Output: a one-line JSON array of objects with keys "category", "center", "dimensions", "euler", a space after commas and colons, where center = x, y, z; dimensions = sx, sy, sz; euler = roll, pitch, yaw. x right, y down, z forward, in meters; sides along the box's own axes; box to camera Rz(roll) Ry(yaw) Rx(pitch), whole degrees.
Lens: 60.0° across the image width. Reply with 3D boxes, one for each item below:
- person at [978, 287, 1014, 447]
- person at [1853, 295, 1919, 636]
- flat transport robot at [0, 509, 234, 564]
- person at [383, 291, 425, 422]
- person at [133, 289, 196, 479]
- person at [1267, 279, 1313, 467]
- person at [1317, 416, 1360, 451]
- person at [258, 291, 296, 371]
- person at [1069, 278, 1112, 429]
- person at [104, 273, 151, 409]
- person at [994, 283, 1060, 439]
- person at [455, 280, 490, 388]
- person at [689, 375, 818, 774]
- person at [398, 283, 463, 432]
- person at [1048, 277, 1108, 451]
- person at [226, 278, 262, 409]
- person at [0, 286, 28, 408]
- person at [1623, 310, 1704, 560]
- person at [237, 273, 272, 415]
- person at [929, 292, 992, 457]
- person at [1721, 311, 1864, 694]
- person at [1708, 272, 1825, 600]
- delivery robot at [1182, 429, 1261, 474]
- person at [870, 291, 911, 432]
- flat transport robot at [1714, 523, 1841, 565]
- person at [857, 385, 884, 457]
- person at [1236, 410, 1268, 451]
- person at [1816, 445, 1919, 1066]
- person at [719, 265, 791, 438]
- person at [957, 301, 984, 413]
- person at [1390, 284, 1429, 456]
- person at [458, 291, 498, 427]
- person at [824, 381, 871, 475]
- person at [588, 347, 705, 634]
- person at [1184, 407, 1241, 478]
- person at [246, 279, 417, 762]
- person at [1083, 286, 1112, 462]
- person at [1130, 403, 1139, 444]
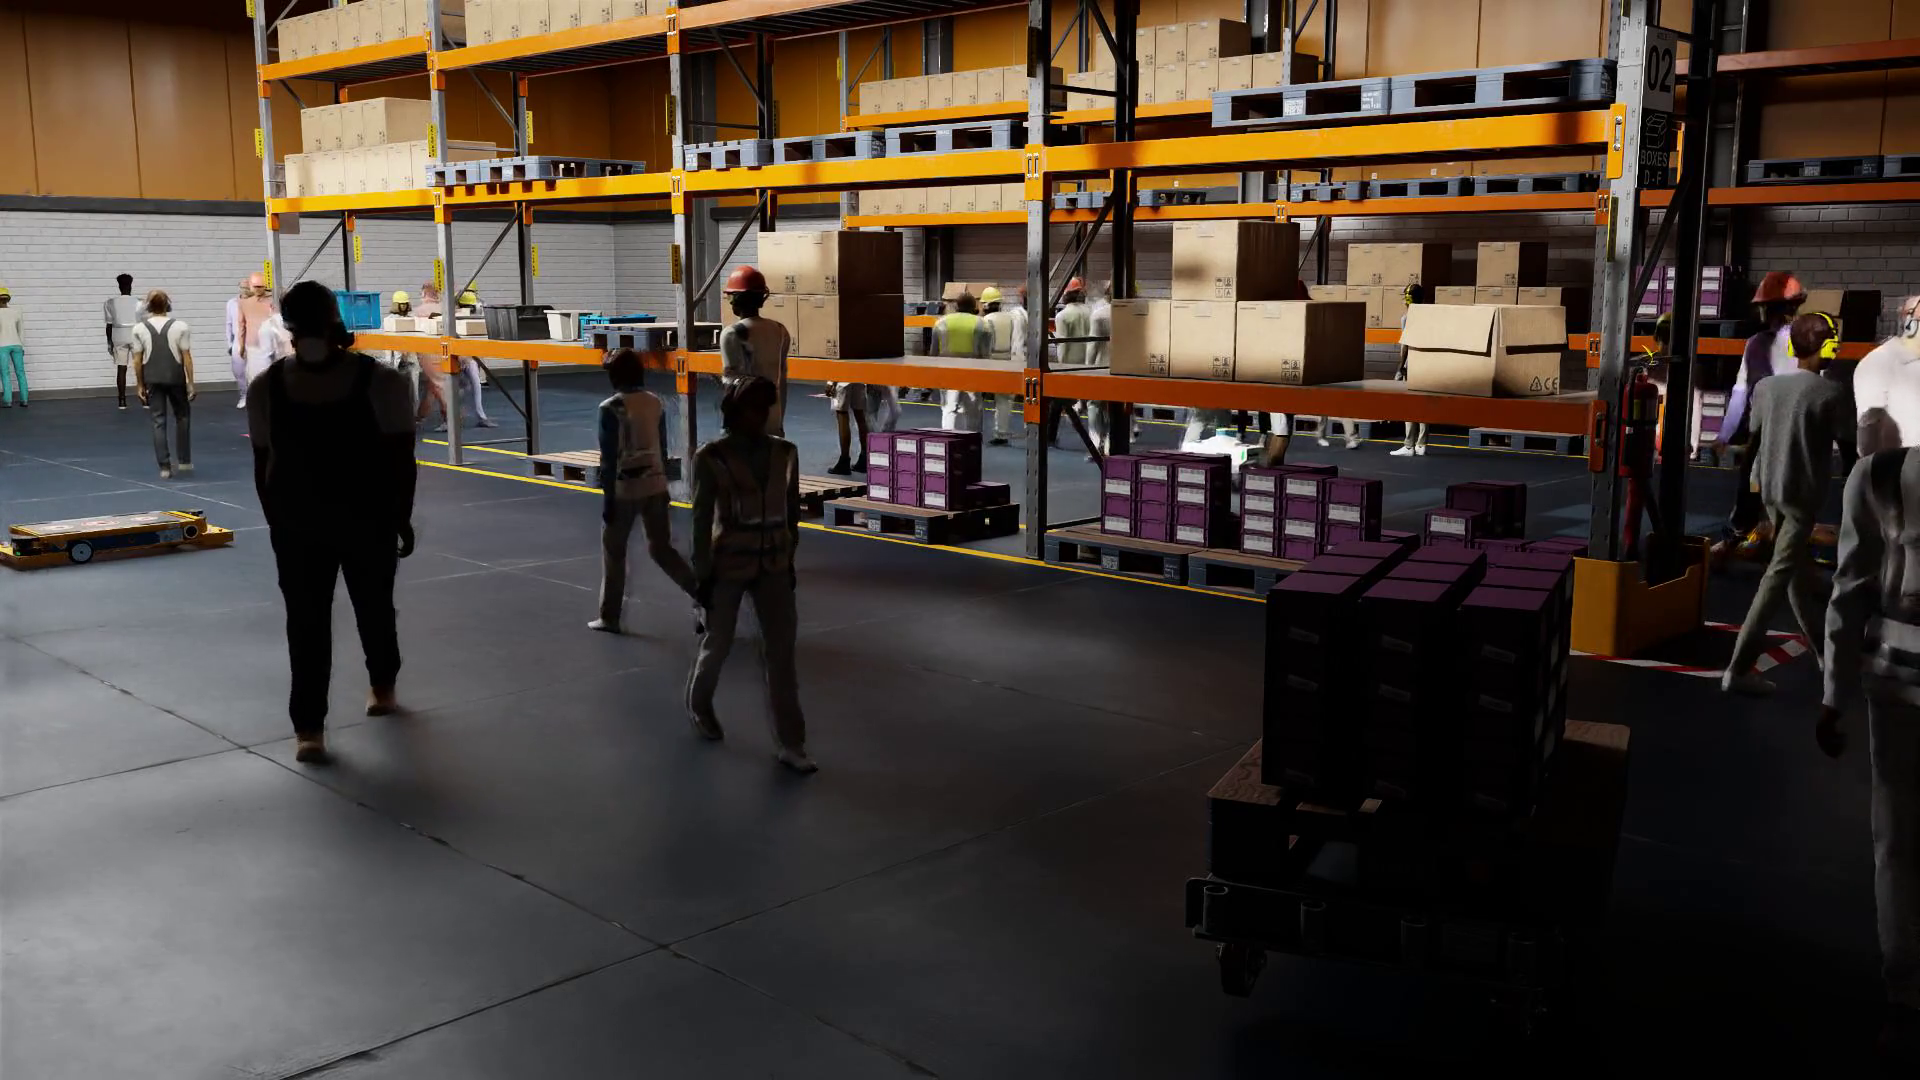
[{"category": "person", "center": [0.313, -1.974, 19.027], "dimensions": [0.598, 1.808, 0.690], "euler": [-9, 13, -43]}, {"category": "person", "center": [5.037, -0.356, 8.856], "dimensions": [0.659, 1.892, 0.426], "euler": [-2, 9, -12]}, {"category": "flat transport robot", "center": [-6.031, -0.036, 11.842], "dimensions": [0.652, 0.197, 1.431], "euler": [9, 13, 44]}, {"category": "person", "center": [-7.291, -2.393, 21.823], "dimensions": [0.485, 1.736, 0.314], "euler": [-8, 12, -41]}, {"category": "person", "center": [-7.717, -1.518, 16.198], "dimensions": [0.542, 1.817, 0.747], "euler": [-3, 10, -16]}, {"category": "person", "center": [2.751, -1.212, 13.954], "dimensions": [0.370, 1.939, 0.543], "euler": [1, 9, 8]}, {"category": "person", "center": [4.245, -1.806, 18.683], "dimensions": [0.532, 1.578, 0.859], "euler": [-2, 9, -12]}, {"category": "person", "center": [-6.844, -1.658, 17.128], "dimensions": [0.657, 1.789, 0.959], "euler": [-8, 12, -39]}, {"category": "person", "center": [1.749, -2.247, 20.389], "dimensions": [0.765, 1.916, 0.636], "euler": [7, 12, 37]}, {"category": "person", "center": [-12.031, -2.874, 24.095], "dimensions": [0.606, 1.958, 0.375], "euler": [-4, 10, -21]}, {"category": "person", "center": [0.805, -2.105, 19.715], "dimensions": [0.915, 1.844, 0.614], "euler": [4, 10, 23]}, {"category": "person", "center": [-8.281, -3.492, 28.260], "dimensions": [0.603, 1.830, 0.404], "euler": [0, 9, 0]}, {"category": "person", "center": [-0.896, 0.111, 6.880], "dimensions": [0.524, 1.600, 0.858], "euler": [-6, 11, -34]}, {"category": "person", "center": [-6.630, -2.273, 20.751], "dimensions": [1.001, 1.840, 0.770], "euler": [6, 11, 31]}, {"category": "person", "center": [1.315, -1.961, 18.545], "dimensions": [0.626, 1.948, 1.010], "euler": [-8, 12, -41]}, {"category": "person", "center": [-10.275, -2.825, 24.011], "dimensions": [0.673, 1.884, 0.620], "euler": [-1, 9, -4]}, {"category": "person", "center": [-13.892, -2.804, 24.243], "dimensions": [0.320, 1.769, 0.523], "euler": [6, 11, 32]}, {"category": "person", "center": [4.835, -0.719, 11.530], "dimensions": [0.584, 1.740, 0.412], "euler": [6, 11, 32]}, {"category": "person", "center": [-9.526, -2.644, 22.661], "dimensions": [0.653, 1.955, 0.933], "euler": [-2, 9, -11]}, {"category": "person", "center": [-0.009, -1.682, 17.353], "dimensions": [0.698, 1.782, 0.979], "euler": [1, 9, 5]}, {"category": "person", "center": [4.073, -0.176, 7.973], "dimensions": [1.007, 1.811, 0.531], "euler": [-4, 10, -21]}, {"category": "person", "center": [5.016, -0.671, 10.455], "dimensions": [0.609, 1.988, 1.056], "euler": [-6, 11, -31]}, {"category": "delivery robot", "center": [2.392, -0.775, 15.223], "dimensions": [0.707, 0.478, 0.477], "euler": [8, 12, 41]}, {"category": "person", "center": [-0.688, -1.652, 16.897], "dimensions": [0.392, 1.854, 0.541], "euler": [5, 11, 29]}, {"category": "flat transport robot", "center": [6.001, 0.045, 11.348], "dimensions": [0.652, 0.197, 1.431], "euler": [-7, 12, -38]}, {"category": "person", "center": [-0.920, -1.627, 17.494], "dimensions": [0.505, 1.605, 0.725], "euler": [-8, 12, -40]}, {"category": "person", "center": [3.265, -1.837, 18.527], "dimensions": [0.540, 1.696, 0.317], "euler": [5, 11, 28]}, {"category": "person", "center": [2.539, 0.401, 4.277], "dimensions": [0.580, 1.869, 0.476], "euler": [6, 11, 33]}, {"category": "person", "center": [-1.380, -0.779, 10.979], "dimensions": [0.381, 2.045, 0.605], "euler": [6, 11, 34]}, {"category": "person", "center": [0.154, -2.587, 23.342], "dimensions": [0.497, 1.627, 0.270], "euler": [-4, 10, -25]}, {"category": "person", "center": [4.899, -1.832, 17.987], "dimensions": [0.521, 1.865, 0.328], "euler": [-7, 11, -35]}, {"category": "person", "center": [-6.300, -2.299, 21.229], "dimensions": [0.741, 1.741, 0.533], "euler": [0, 9, 2]}, {"category": "person", "center": [-1.110, -1.608, 16.386], "dimensions": [0.553, 1.935, 0.362], "euler": [-8, 12, -42]}, {"category": "person", "center": [-1.721, -0.259, 9.142], "dimensions": [0.744, 1.604, 0.552], "euler": [5, 11, 30]}, {"category": "person", "center": [2.452, -1.500, 15.862], "dimensions": [0.835, 1.884, 0.752], "euler": [-1, 9, -6]}, {"category": "person", "center": [-2.689, -0.158, 7.181], "dimensions": [0.684, 2.000, 1.008], "euler": [-3, 10, -16]}, {"category": "person", "center": [1.580, -1.742, 17.320], "dimensions": [0.715, 1.900, 0.493], "euler": [-4, 10, -23]}, {"category": "person", "center": [1.902, -2.053, 19.232], "dimensions": [0.588, 1.905, 0.499], "euler": [-7, 12, -37]}]
